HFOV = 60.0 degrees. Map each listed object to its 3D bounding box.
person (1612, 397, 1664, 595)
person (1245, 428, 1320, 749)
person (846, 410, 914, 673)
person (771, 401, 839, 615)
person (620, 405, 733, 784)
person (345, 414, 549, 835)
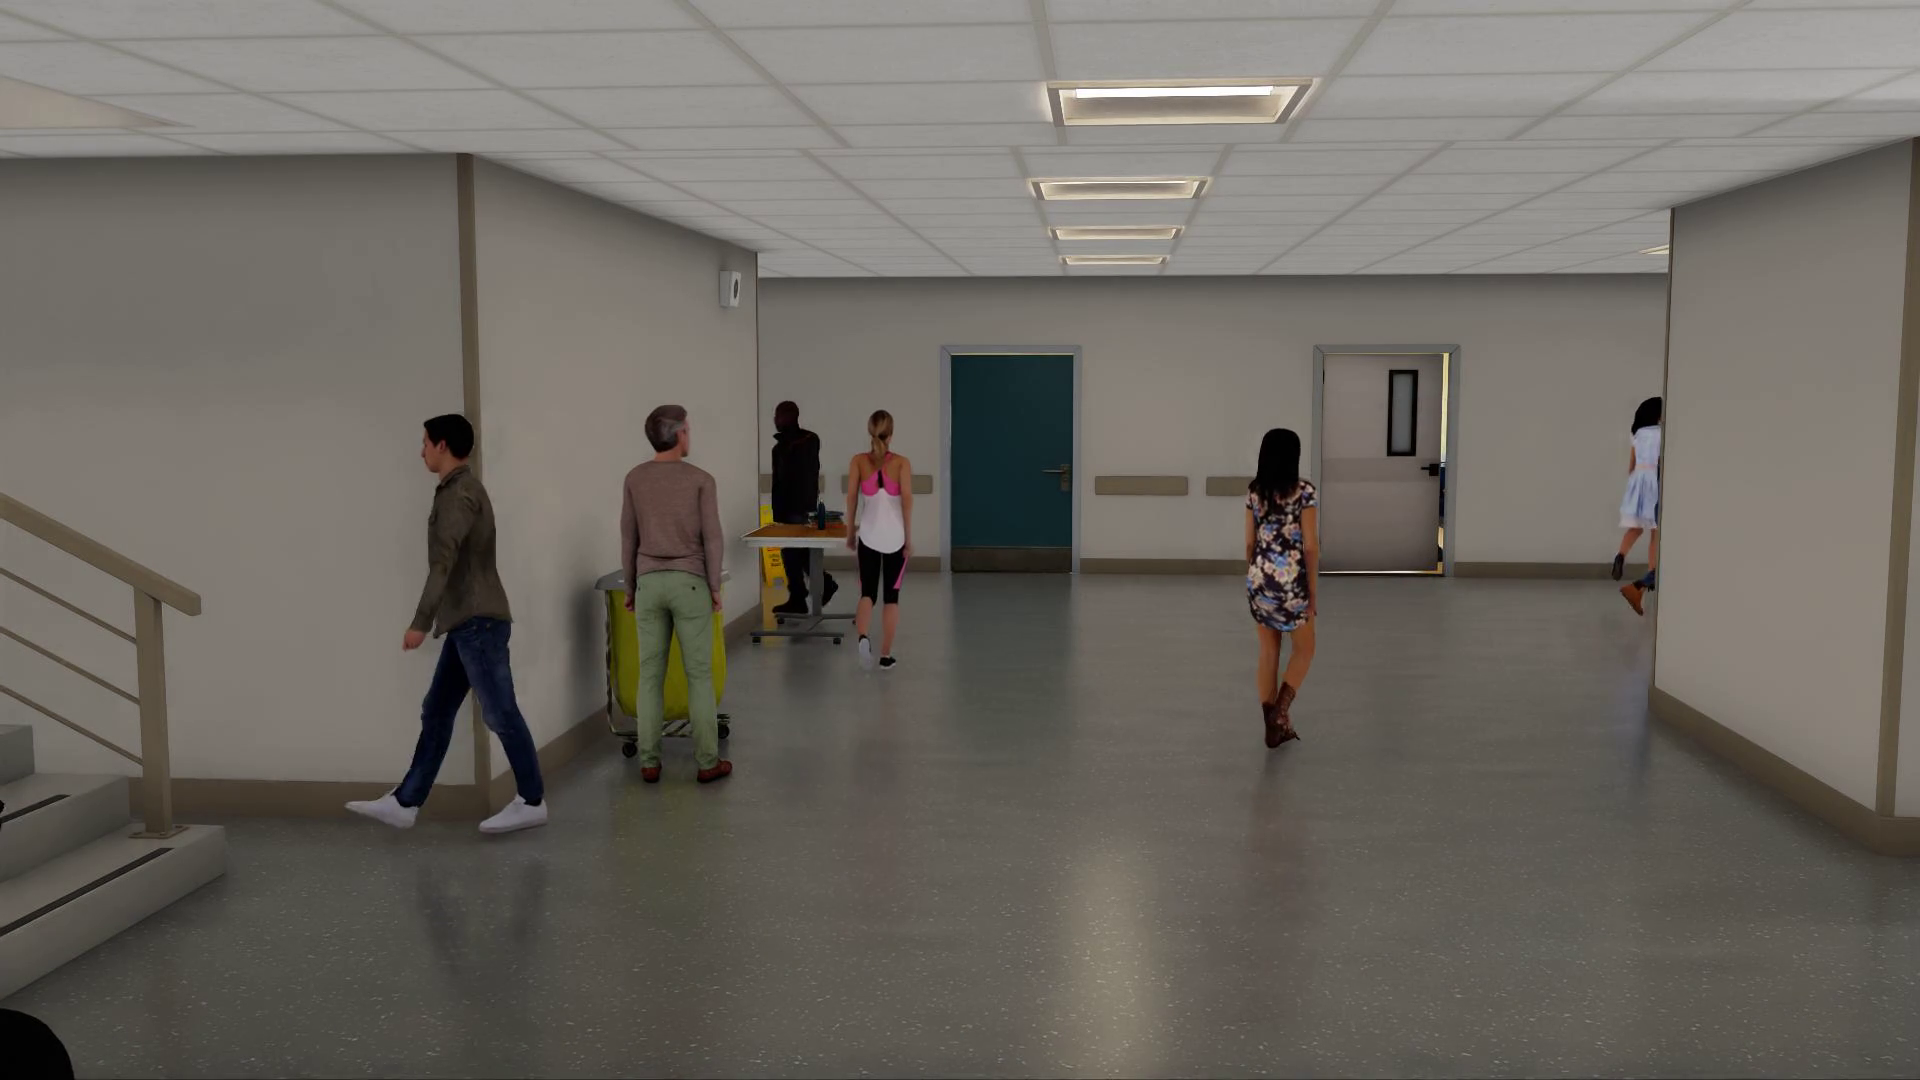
[{"bbox_3d":[6.184,-0.380,15.056,1.107,1.798,1.042,-5,7,-38],"label":"person"},{"bbox_3d":[1.670,0.273,8.924,0.701,1.726,0.774,4,7,35],"label":"person"},{"bbox_3d":[-0.543,0.040,11.037,0.981,1.766,0.698,1,6,8],"label":"person"},{"bbox_3d":[-1.277,-0.247,13.766,0.958,1.791,0.879,3,7,30],"label":"person"},{"bbox_3d":[-1.429,0.266,8.272,0.519,1.869,0.715,0,6,5],"label":"person"},{"bbox_3d":[-2.019,0.395,7.251,1.197,1.818,1.007,-3,6,-24],"label":"person"}]
